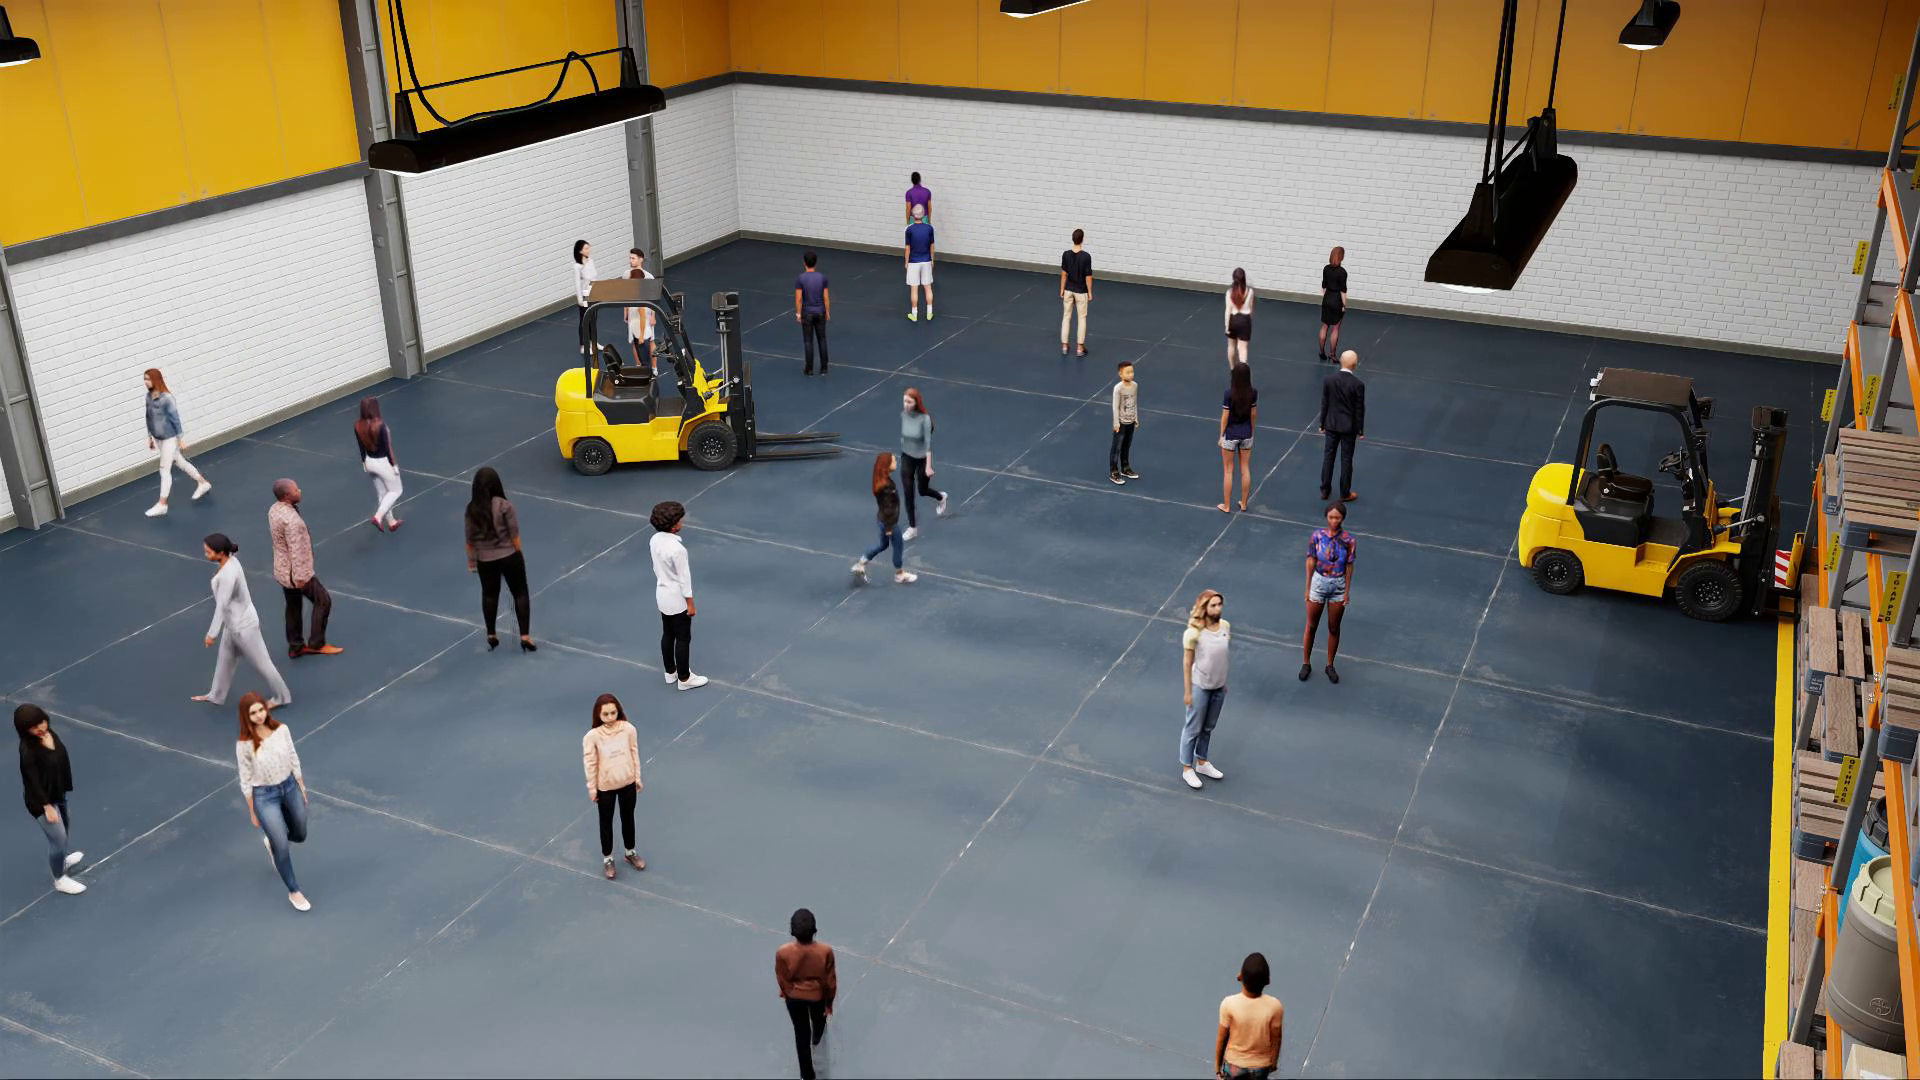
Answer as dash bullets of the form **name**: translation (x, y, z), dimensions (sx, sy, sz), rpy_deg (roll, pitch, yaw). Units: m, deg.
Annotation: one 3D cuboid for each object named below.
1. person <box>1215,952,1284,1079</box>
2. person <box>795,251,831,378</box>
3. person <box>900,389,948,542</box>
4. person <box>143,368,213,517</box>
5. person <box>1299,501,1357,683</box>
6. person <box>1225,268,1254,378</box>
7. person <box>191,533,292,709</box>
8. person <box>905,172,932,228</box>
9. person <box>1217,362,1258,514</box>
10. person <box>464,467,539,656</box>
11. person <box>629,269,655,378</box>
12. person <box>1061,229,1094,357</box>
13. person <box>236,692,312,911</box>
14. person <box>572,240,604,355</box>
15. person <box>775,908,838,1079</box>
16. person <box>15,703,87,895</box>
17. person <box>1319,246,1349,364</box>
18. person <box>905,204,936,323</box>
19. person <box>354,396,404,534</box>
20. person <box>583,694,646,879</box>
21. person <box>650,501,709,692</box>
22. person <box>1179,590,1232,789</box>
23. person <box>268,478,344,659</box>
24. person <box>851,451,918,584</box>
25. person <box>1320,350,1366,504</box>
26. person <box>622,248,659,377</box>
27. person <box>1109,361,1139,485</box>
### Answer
- **person**: translation (1.667, 3.055, 9.634), dimensions (0.668, 1.449, 0.822), rpy_deg (2, 24, 5)
- **person**: translation (-2.074, -3.203, 23.521), dimensions (0.708, 1.793, 0.753), rpy_deg (-7, 25, -15)
- **person**: translation (-0.423, -0.862, 18.263), dimensions (0.694, 1.716, 1.053), rpy_deg (15, 28, 31)
- **person**: translation (-8.985, -1.165, 19.020), dimensions (0.705, 1.663, 1.153), rpy_deg (13, 27, 28)
- **person**: translation (3.358, 0.460, 15.204), dimensions (0.645, 1.743, 0.612), rpy_deg (3, 24, 7)
- **person**: translation (3.889, -2.932, 23.117), dimensions (0.807, 1.620, 1.100), rpy_deg (1, 24, 3)
- **person**: translation (-6.242, 0.731, 14.639), dimensions (1.121, 1.700, 1.024), rpy_deg (-10, 26, -22)
- **person**: translation (-0.716, -5.489, 28.783), dimensions (0.696, 1.767, 0.752), rpy_deg (-8, 25, -17)
- **person**: translation (3.147, -1.166, 18.897), dimensions (0.666, 1.765, 0.704), rpy_deg (-5, 24, -12)
- **person**: translation (-4.359, 0.210, 15.673), dimensions (0.895, 1.825, 0.892), rpy_deg (0, 24, 0)
- **person**: translation (-4.325, -2.818, 22.651), dimensions (0.726, 1.785, 0.664), rpy_deg (-8, 25, -18)
- **person**: translation (1.712, -3.647, 24.463), dimensions (0.629, 1.851, 0.537), rpy_deg (11, 26, 23)
- **person**: translation (-4.995, 1.846, 12.069), dimensions (0.820, 1.714, 0.937), rpy_deg (21, 31, 39)
- **person**: translation (-5.519, -3.603, 24.552), dimensions (0.678, 1.701, 0.484), rpy_deg (9, 25, 19)
- **person**: translation (-0.958, 2.875, 10.319), dimensions (0.788, 1.230, 0.913), rpy_deg (-4, 24, -9)
- **person**: translation (-6.687, 1.854, 12.169), dimensions (0.899, 1.620, 0.782), rpy_deg (-9, 25, -20)
- **person**: translation (5.414, -3.420, 24.125), dimensions (0.649, 1.706, 0.657), rpy_deg (-17, 29, -33)
- **person**: translation (-0.633, -4.365, 26.123), dimensions (0.718, 1.838, 0.765), rpy_deg (-7, 25, -15)
- **person**: translation (-6.381, -0.790, 18.245), dimensions (0.624, 1.597, 0.795), rpy_deg (9, 25, 20)
- **person**: translation (-2.579, 1.813, 12.432), dimensions (0.617, 1.484, 0.711), rpy_deg (-13, 27, -28)
- **person**: translation (-2.586, 0.493, 15.046), dimensions (0.702, 1.810, 0.708), rpy_deg (-20, 31, -38)
- **person**: translation (1.992, 1.189, 13.561), dimensions (0.652, 1.723, 0.770), rpy_deg (-17, 29, -33)
- **person**: translation (-6.292, 0.298, 15.513), dimensions (0.810, 1.793, 0.801), rpy_deg (-19, 30, -37)
- **person**: translation (-0.811, -0.209, 17.086), dimensions (0.962, 1.462, 0.920), rpy_deg (-7, 25, -15)
- **person**: translation (4.402, -1.313, 19.193), dimensions (0.706, 1.796, 0.622), rpy_deg (15, 28, 30)
- **person**: translation (-4.494, -3.197, 23.433), dimensions (0.674, 1.854, 0.531), rpy_deg (11, 26, 23)
- **person**: translation (1.954, -1.424, 19.861), dimensions (0.554, 1.465, 0.671), rpy_deg (-21, 31, -39)
